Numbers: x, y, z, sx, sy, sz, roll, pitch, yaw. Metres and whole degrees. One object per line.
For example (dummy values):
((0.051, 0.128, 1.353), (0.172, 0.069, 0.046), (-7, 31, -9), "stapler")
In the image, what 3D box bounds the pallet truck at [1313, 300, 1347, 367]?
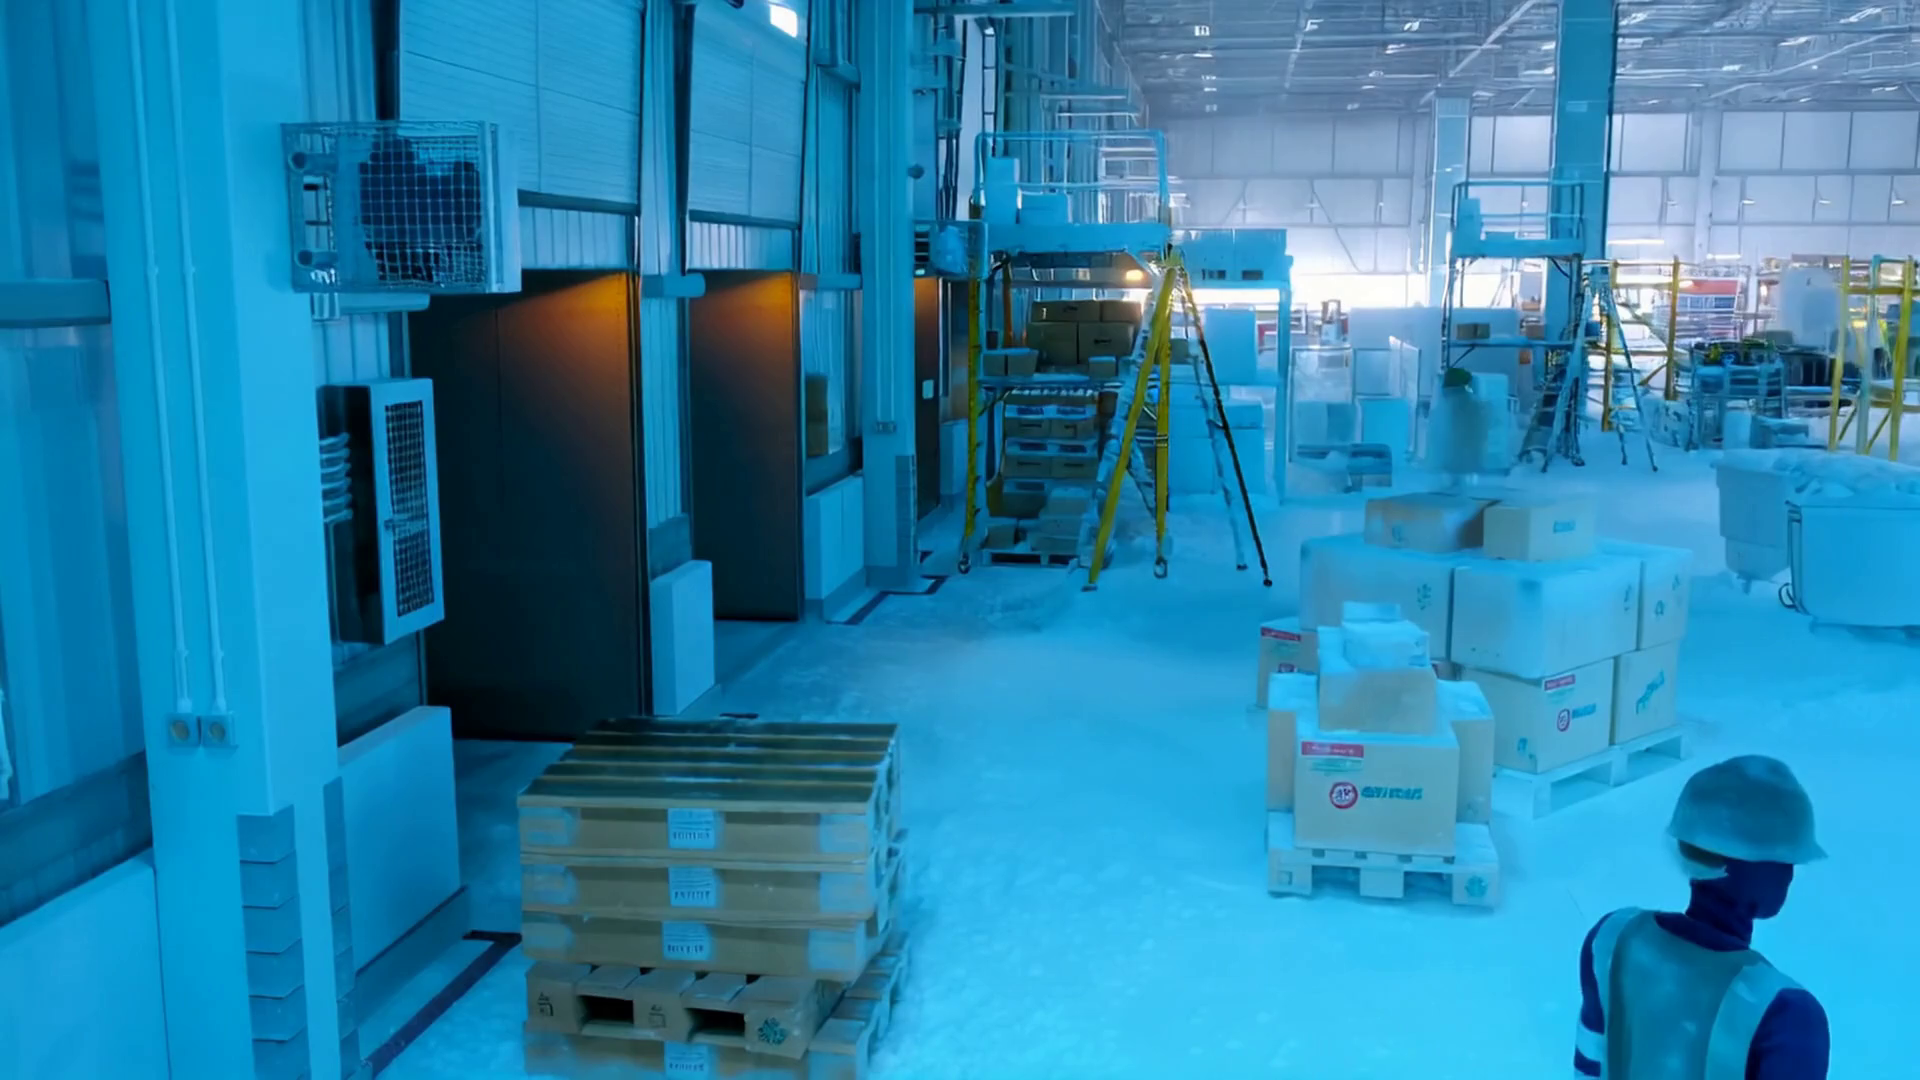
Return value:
((11.159, -6.200, 49.718), (0.823, 1.965, 1.885), (4, 10, 26), "pallet truck")

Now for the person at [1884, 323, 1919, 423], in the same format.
((17.744, -3.167, 31.339), (0.634, 1.899, 0.970), (4, 10, 24), "person")

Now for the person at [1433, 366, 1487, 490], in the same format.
((4.775, -0.673, 15.780), (0.956, 1.952, 0.605), (-5, 10, -27), "person")

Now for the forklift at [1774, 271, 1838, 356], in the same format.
((19.809, -4.804, 38.393), (1.873, 2.768, 1.129), (1, 9, 9), "forklift")

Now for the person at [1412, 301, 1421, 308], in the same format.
((14.699, -6.735, 53.384), (1.009, 1.887, 0.557), (-1, 9, -8), "person")

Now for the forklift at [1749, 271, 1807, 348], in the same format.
((23.936, -6.351, 47.933), (1.873, 2.768, 1.129), (0, 9, 2), "forklift")

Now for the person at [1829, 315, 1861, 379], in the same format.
((19.268, -3.947, 36.180), (0.639, 1.896, 1.030), (-2, 9, -11), "person")

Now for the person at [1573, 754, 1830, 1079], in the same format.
((1.462, 1.363, 3.266), (0.378, 1.932, 0.551), (-4, 10, -23), "person")
